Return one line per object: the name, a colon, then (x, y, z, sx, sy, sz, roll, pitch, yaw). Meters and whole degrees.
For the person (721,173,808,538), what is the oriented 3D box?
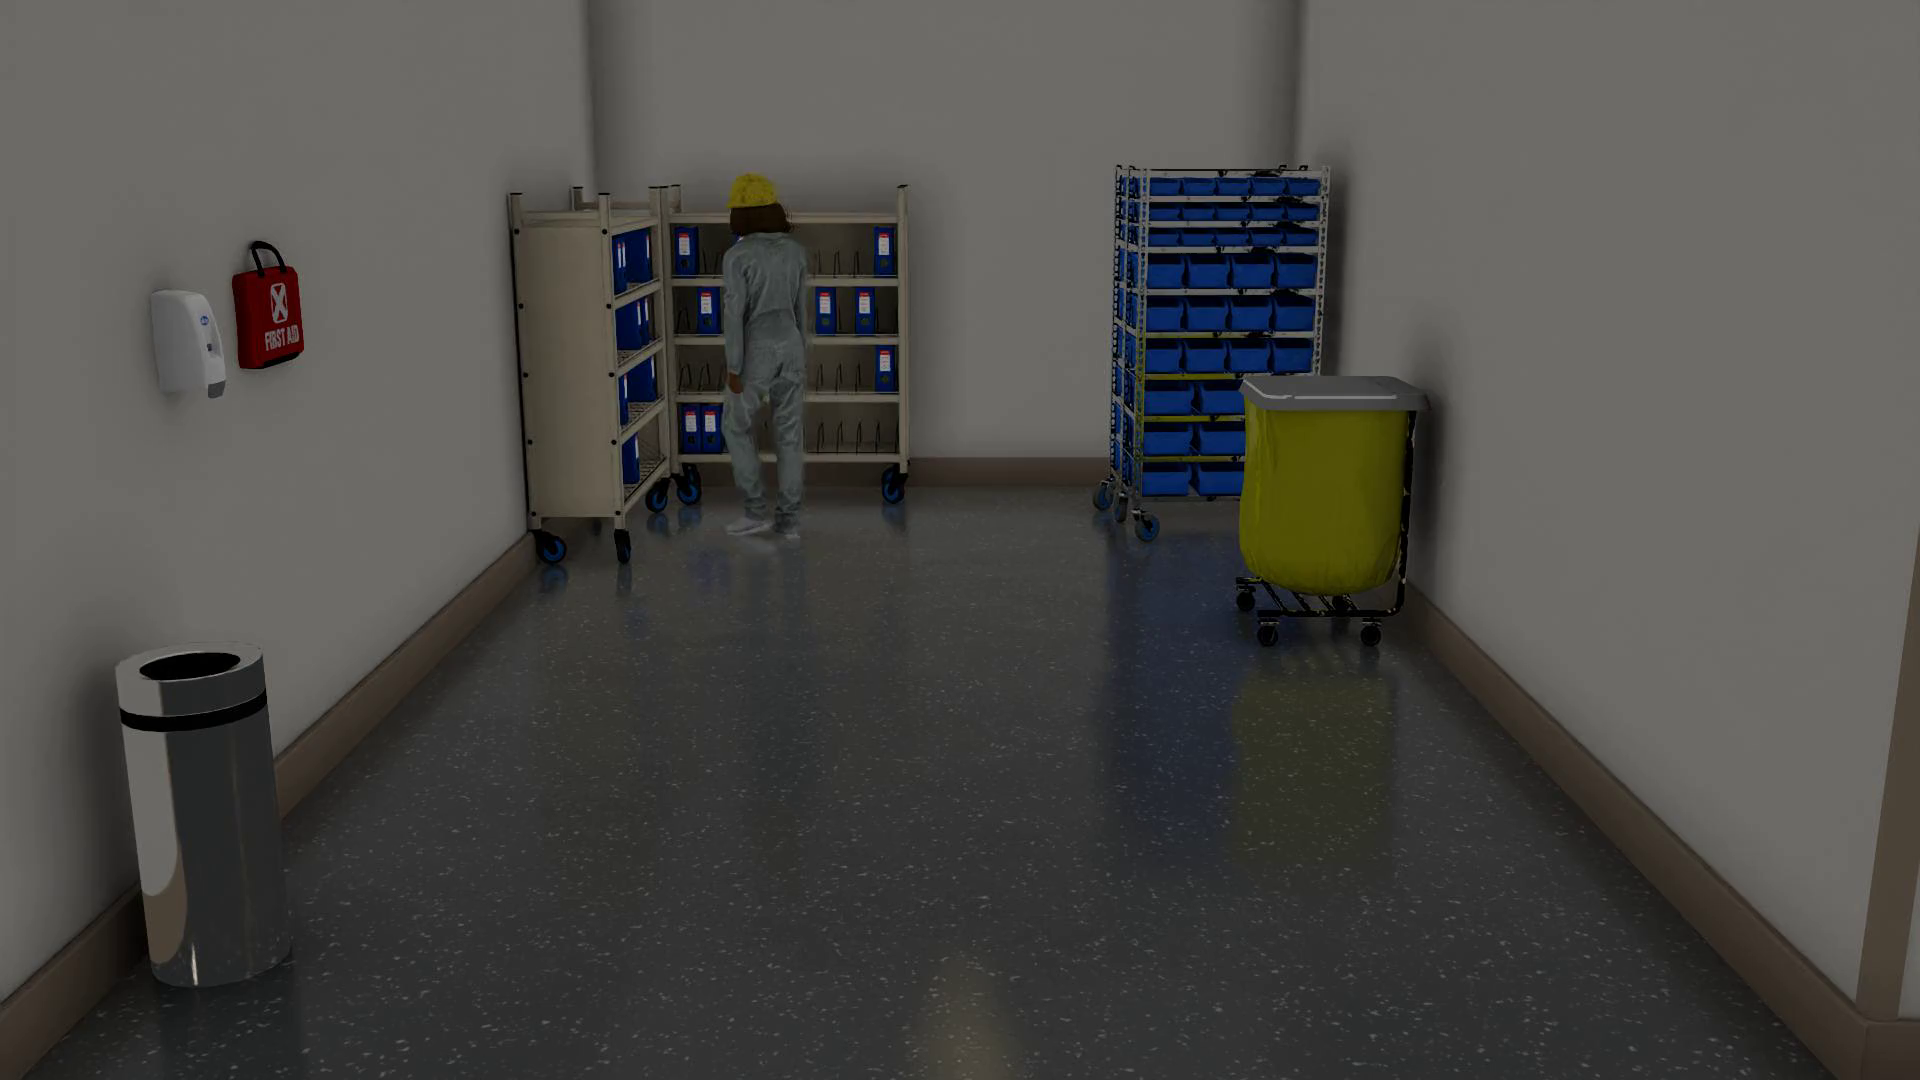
person: (-0.929, -0.860, 7.922, 0.537, 1.731, 0.416, -10, 17, -38)
